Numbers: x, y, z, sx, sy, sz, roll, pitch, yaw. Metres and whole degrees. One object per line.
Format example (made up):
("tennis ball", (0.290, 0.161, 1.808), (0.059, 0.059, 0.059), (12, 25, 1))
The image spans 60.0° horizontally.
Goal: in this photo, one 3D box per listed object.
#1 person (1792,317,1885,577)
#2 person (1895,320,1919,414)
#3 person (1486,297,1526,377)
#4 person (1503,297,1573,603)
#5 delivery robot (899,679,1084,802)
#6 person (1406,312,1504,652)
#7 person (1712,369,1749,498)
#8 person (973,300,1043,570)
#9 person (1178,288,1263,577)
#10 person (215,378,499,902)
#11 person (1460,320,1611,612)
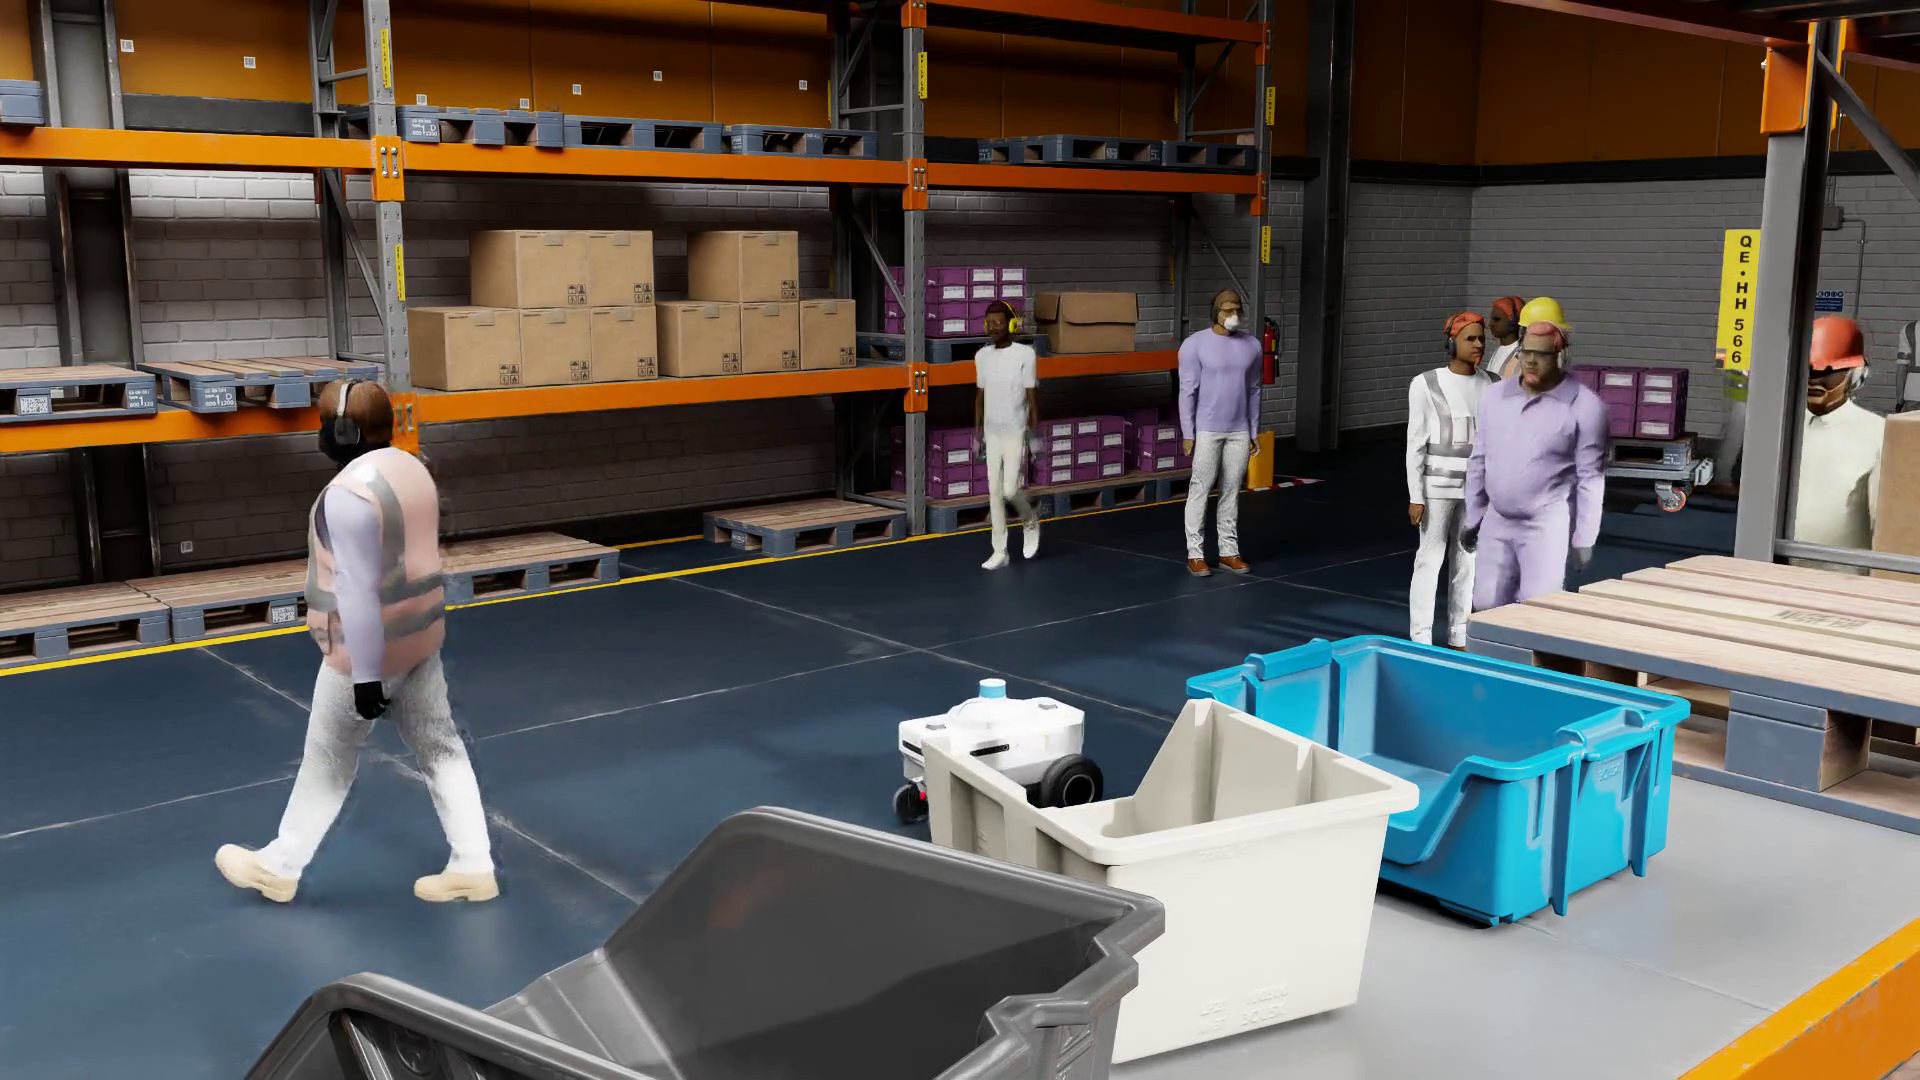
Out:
("person", (3.123, 0.163, 6.194), (0.904, 1.956, 0.650), (-8, 13, -39))
("person", (8.132, -1.207, 13.929), (0.545, 1.942, 0.354), (8, 13, 39))
("person", (3.635, -0.681, 11.147), (0.356, 1.883, 0.573), (0, 10, 0))
("person", (3.316, -0.440, 9.675), (0.371, 1.927, 0.588), (2, 10, 9))
("delivery robot", (0.124, 0.780, 6.418), (0.707, 0.478, 0.477), (-6, 12, -32))
("person", (2.591, -0.243, 8.691), (0.575, 1.884, 0.355), (-4, 11, -20))
("person", (7.020, -1.228, 14.437), (0.635, 1.798, 0.915), (-9, 13, -41))
("person", (0.335, -0.724, 11.463), (0.553, 1.856, 0.480), (7, 12, 35))
("person", (1.763, -0.725, 11.238), (0.633, 1.940, 0.368), (-4, 11, -22))
("person", (-2.027, 0.356, 5.585), (0.968, 1.788, 0.658), (1, 10, 7))
("person", (2.698, -0.086, 7.792), (0.590, 1.888, 0.666), (-9, 14, -41))
